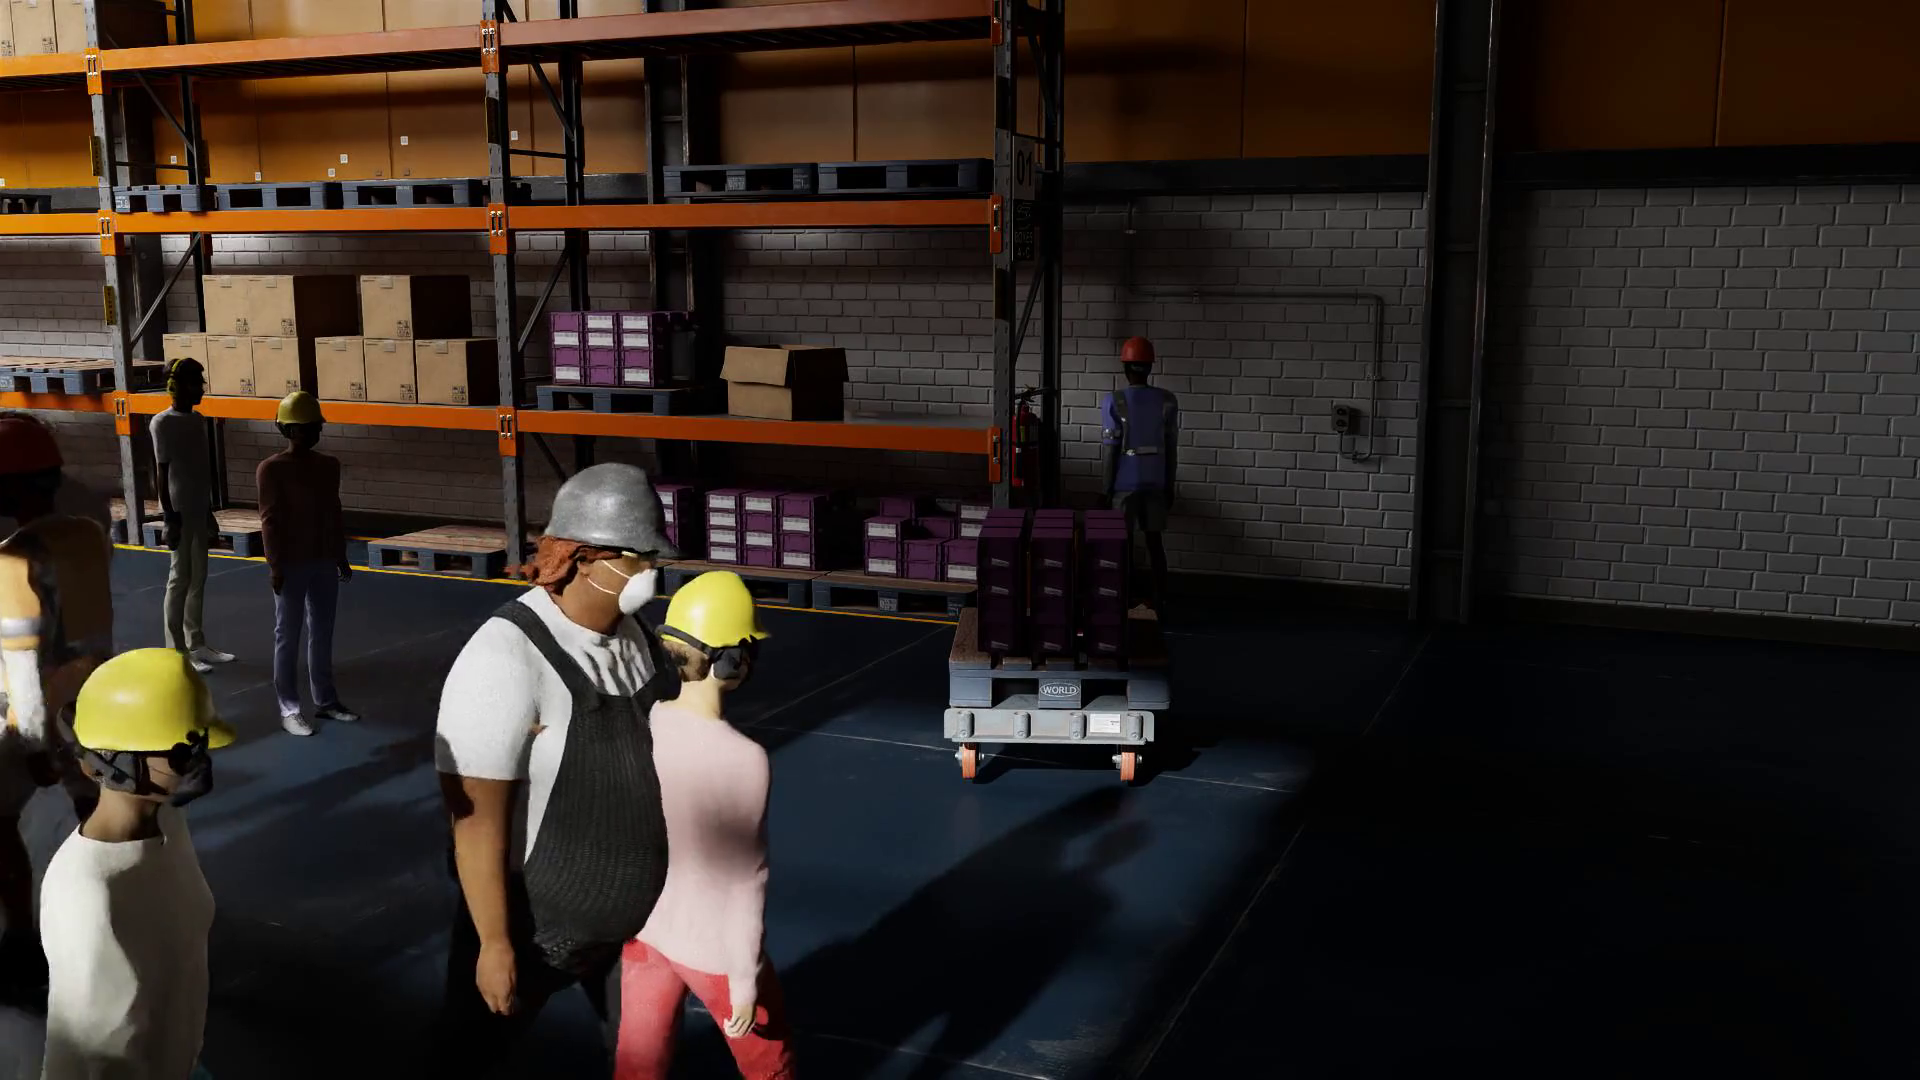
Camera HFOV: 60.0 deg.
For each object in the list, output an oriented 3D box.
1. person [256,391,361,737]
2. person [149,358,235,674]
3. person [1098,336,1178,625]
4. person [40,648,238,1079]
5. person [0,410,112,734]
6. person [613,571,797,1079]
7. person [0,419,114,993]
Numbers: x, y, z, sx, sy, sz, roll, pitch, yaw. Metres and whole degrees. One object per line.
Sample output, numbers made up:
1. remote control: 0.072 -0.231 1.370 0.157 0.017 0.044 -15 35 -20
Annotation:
1. person: -3.374 0.114 8.610 0.308 1.769 0.524 4 10 24
2. person: -4.578 -0.147 9.882 0.309 1.864 0.535 0 9 2
3. person: 1.174 -0.388 11.105 0.551 1.935 0.372 -3 10 -17
4. person: -1.436 1.051 3.054 0.578 1.747 0.534 -1 10 -5
5. person: -3.558 0.441 6.342 0.931 1.865 0.658 4 10 21
6. person: -0.616 0.925 3.906 0.541 1.723 0.911 8 13 41
7. person: -3.080 0.554 5.517 0.679 1.912 0.558 2 10 10
